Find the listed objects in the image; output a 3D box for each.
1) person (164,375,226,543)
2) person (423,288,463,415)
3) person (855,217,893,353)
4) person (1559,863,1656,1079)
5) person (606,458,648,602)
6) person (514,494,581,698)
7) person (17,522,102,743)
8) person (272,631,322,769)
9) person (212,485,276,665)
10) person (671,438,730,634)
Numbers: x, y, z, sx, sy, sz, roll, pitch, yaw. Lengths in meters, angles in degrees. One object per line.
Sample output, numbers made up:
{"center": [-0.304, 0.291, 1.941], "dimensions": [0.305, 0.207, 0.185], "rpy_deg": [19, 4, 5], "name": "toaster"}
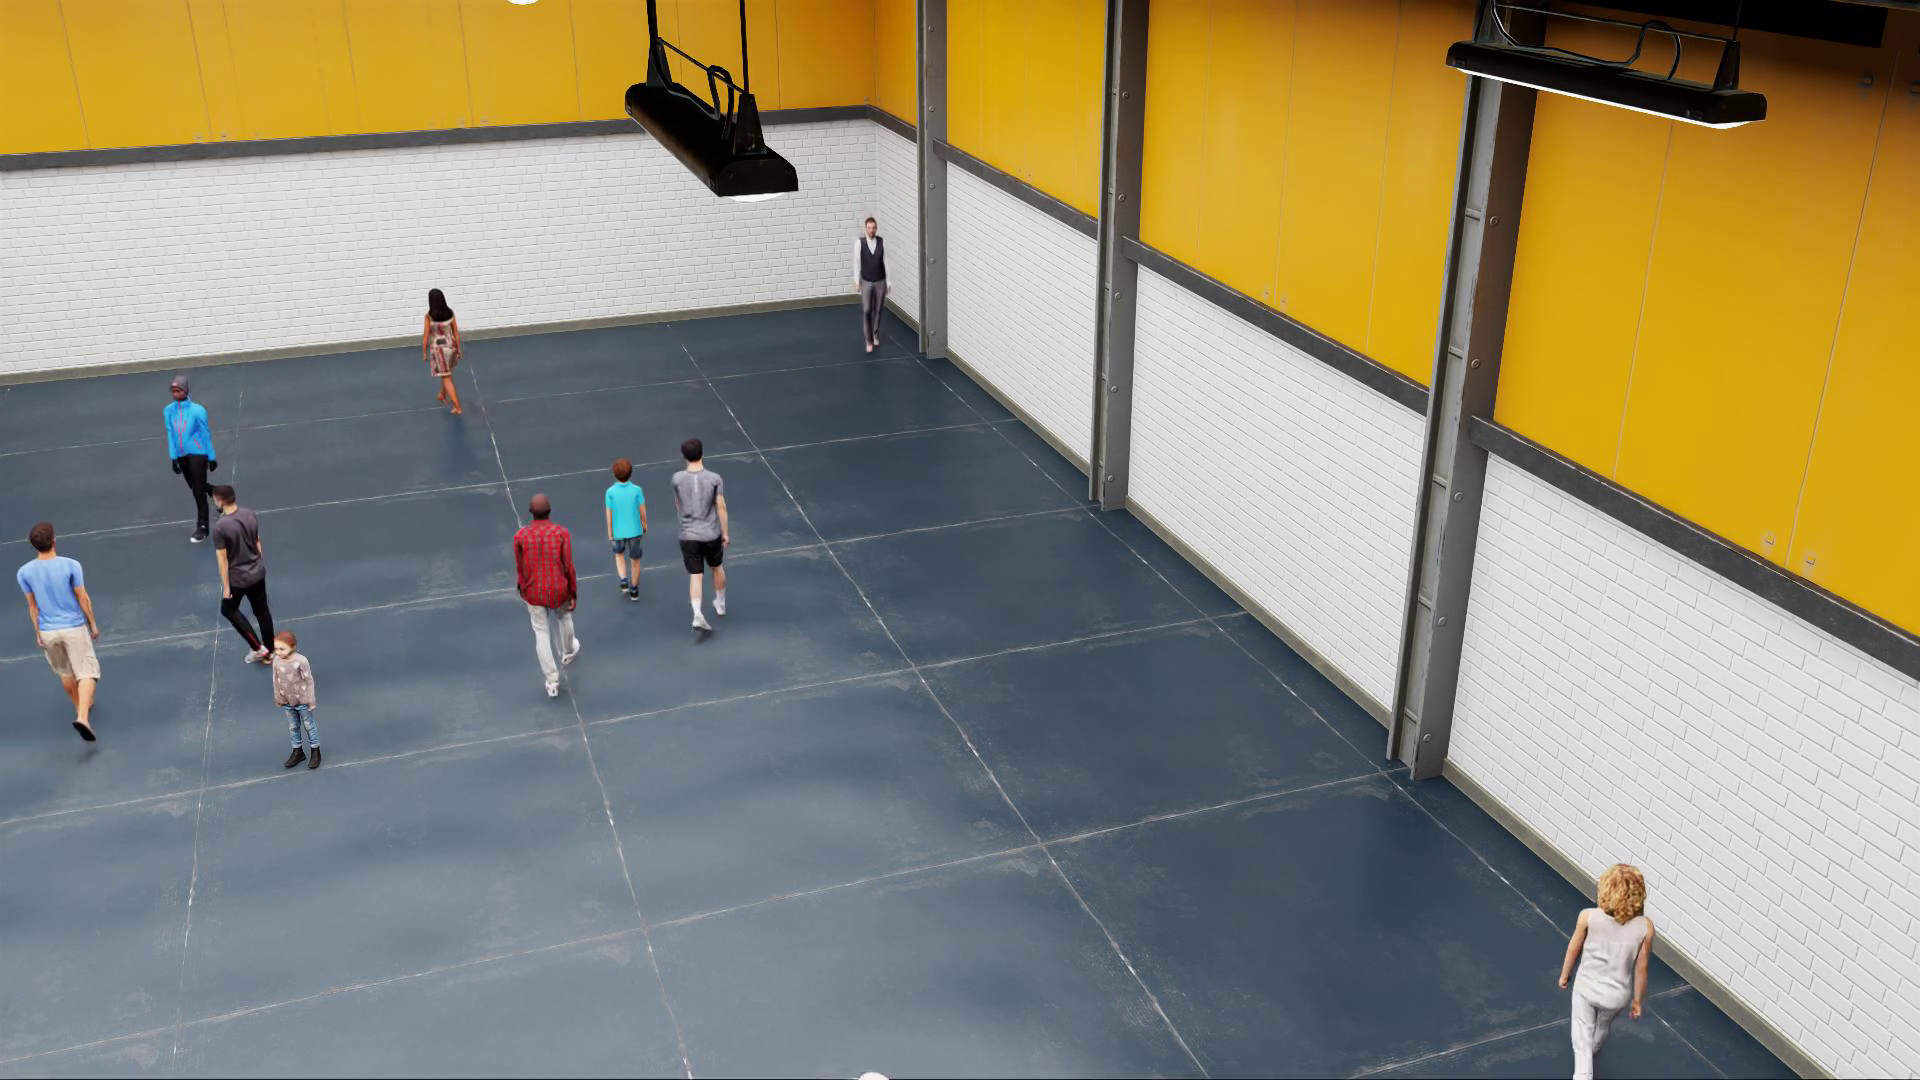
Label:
{"center": [-8.107, -0.915, 17.686], "dimensions": [0.968, 1.765, 1.203], "rpy_deg": [3, 24, 8], "name": "person"}
{"center": [-6.565, -2.368, 21.220], "dimensions": [0.932, 1.598, 1.188], "rpy_deg": [-22, 32, -40], "name": "person"}
{"center": [-1.251, -3.734, 23.962], "dimensions": [0.757, 1.905, 1.015], "rpy_deg": [-5, 24, -11], "name": "person"}
{"center": [3.721, 2.667, 9.659], "dimensions": [1.000, 1.631, 1.180], "rpy_deg": [6, 24, 13], "name": "person"}
{"center": [-3.241, -0.082, 16.194], "dimensions": [0.572, 1.435, 0.642], "rpy_deg": [-4, 24, -9], "name": "person"}
{"center": [-3.590, 0.497, 14.429], "dimensions": [0.831, 1.788, 1.156], "rpy_deg": [-4, 24, -9], "name": "person"}
{"center": [-7.396, 0.784, 13.706], "dimensions": [0.696, 1.839, 1.132], "rpy_deg": [-6, 24, -14], "name": "person"}
{"center": [-5.351, 1.266, 13.409], "dimensions": [0.555, 1.195, 0.573], "rpy_deg": [3, 24, 6], "name": "person"}
{"center": [-6.318, 0.349, 14.817], "dimensions": [0.838, 1.748, 0.782], "rpy_deg": [12, 26, 25], "name": "person"}
{"center": [-2.451, -0.020, 15.533], "dimensions": [0.812, 1.851, 1.098], "rpy_deg": [-1, 24, -1], "name": "person"}
